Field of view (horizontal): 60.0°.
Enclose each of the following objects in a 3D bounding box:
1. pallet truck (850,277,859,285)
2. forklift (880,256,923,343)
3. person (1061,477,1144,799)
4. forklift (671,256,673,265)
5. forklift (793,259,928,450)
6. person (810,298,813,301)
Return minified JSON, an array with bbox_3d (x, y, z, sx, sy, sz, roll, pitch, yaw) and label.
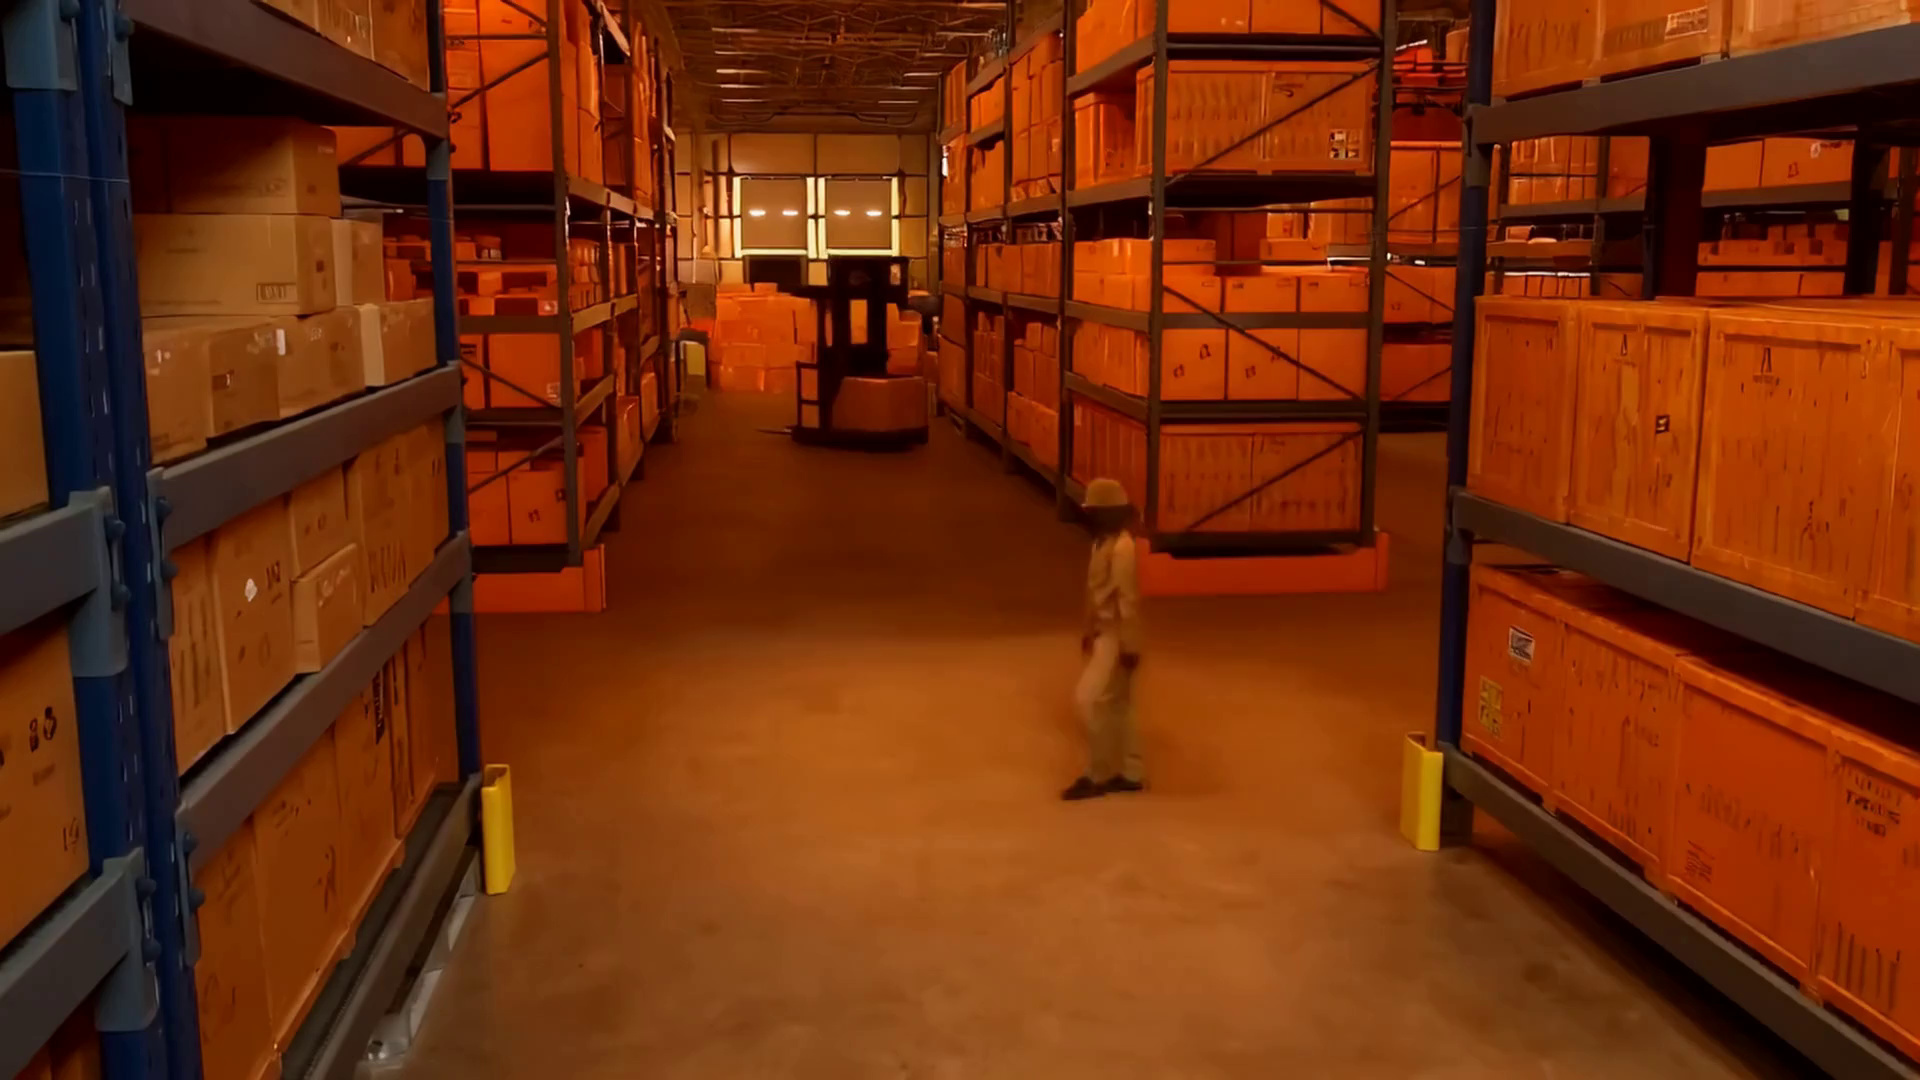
[{"bbox_3d":[-3.782,-9.391,65.808,1.885,1.965,0.823,2,10,10],"label":"pallet truck"},{"bbox_3d":[-2.114,-7.817,54.072,1.129,2.768,1.873,-6,12,-33],"label":"forklift"},{"bbox_3d":[0.727,0.525,8.846,0.624,1.721,0.516,-1,10,-8],"label":"person"},{"bbox_3d":[-10.985,-9.066,61.343,1.129,2.768,1.873,-1,10,-7],"label":"forklift"},{"bbox_3d":[-1.489,-2.827,25.025,1.873,2.768,1.129,9,13,41],"label":"forklift"},{"bbox_3d":[-4.287,-5.948,46.012,0.513,1.923,0.644,0,10,0],"label":"person"}]
